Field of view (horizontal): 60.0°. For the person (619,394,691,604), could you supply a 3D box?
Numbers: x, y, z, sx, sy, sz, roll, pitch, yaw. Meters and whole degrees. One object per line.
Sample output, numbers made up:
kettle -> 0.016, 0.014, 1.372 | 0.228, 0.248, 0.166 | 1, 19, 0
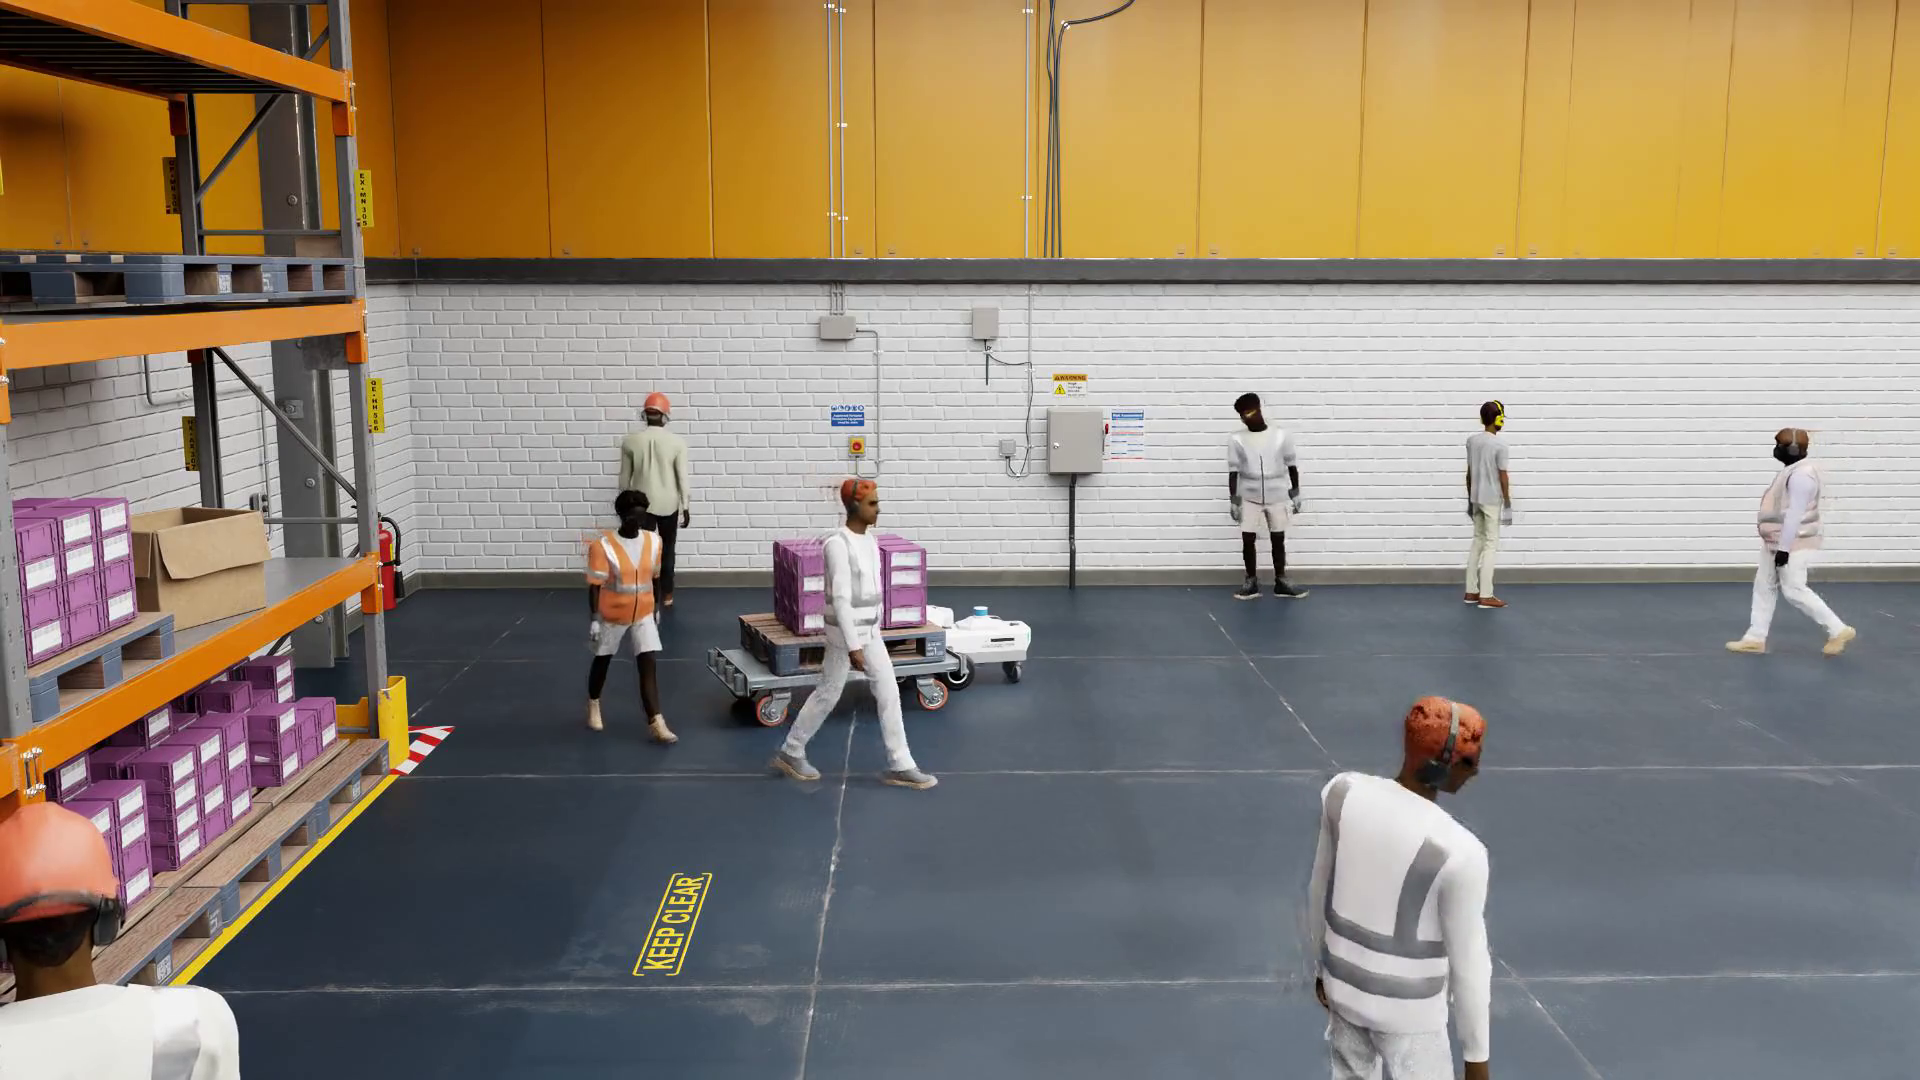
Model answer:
person -> -2.703, -0.327, 14.779 | 0.657, 1.937, 0.827 | 0, 9, -2

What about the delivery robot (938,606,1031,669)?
delivery robot -> 0.153, 0.732, 12.196 | 0.707, 0.478, 0.477 | -2, 9, -13

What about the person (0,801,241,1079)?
person -> -1.685, 1.500, 3.221 | 0.608, 2.044, 0.372 | -6, 11, -31

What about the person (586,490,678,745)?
person -> -2.171, 0.477, 10.726 | 0.568, 1.639, 0.907 | -7, 12, -37

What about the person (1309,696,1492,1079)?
person -> 1.236, 1.344, 4.743 | 0.358, 1.866, 0.679 | -7, 11, -36

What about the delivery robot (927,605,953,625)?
delivery robot -> -0.334, 0.666, 12.599 | 0.477, 0.478, 0.707 | 4, 10, 25

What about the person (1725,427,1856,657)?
person -> 6.533, 0.027, 12.956 | 0.832, 1.821, 0.617 | 3, 10, 16

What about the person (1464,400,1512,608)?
person -> 4.758, -0.321, 14.941 | 0.364, 1.866, 0.520 | -4, 10, -22

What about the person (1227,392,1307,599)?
person -> 2.833, -0.392, 15.212 | 0.780, 1.929, 0.393 | 1, 9, 7

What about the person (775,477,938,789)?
person -> -0.653, 0.545, 9.736 | 0.989, 1.840, 0.579 | 5, 10, 26
